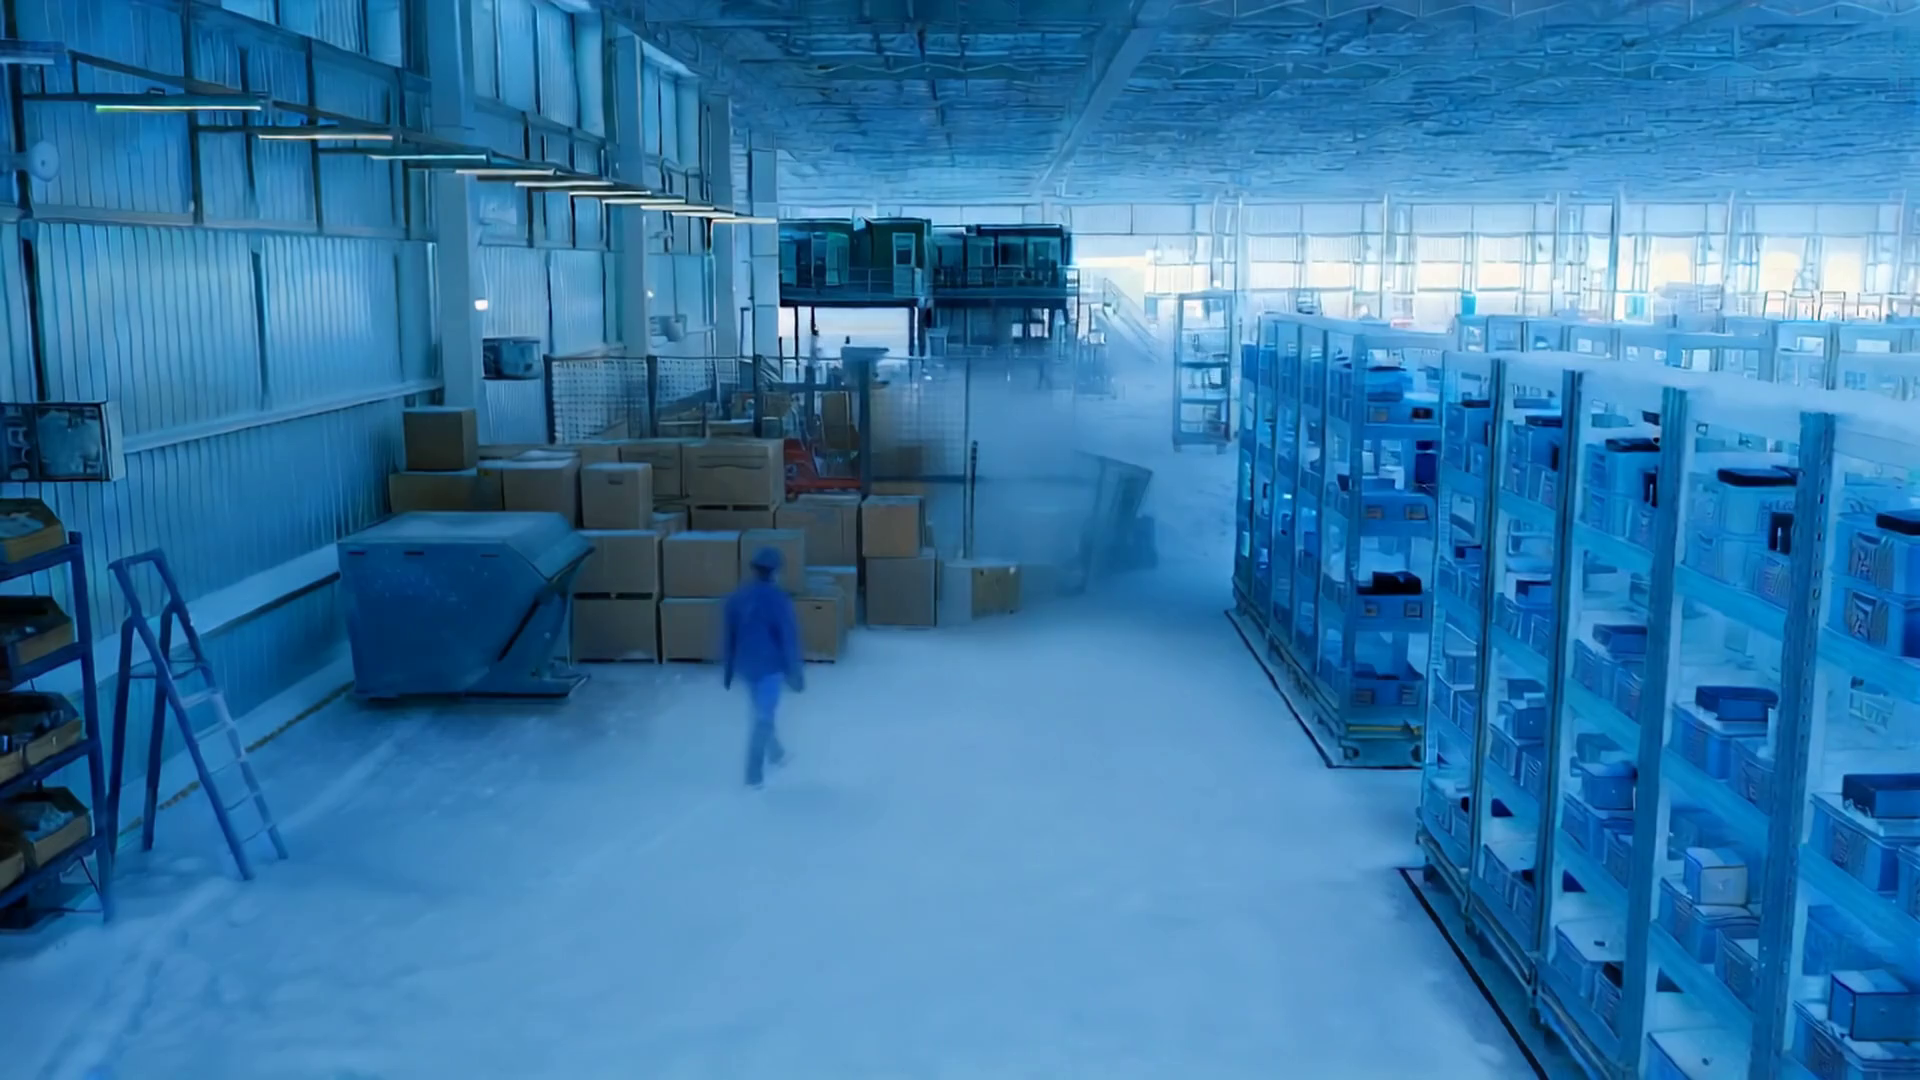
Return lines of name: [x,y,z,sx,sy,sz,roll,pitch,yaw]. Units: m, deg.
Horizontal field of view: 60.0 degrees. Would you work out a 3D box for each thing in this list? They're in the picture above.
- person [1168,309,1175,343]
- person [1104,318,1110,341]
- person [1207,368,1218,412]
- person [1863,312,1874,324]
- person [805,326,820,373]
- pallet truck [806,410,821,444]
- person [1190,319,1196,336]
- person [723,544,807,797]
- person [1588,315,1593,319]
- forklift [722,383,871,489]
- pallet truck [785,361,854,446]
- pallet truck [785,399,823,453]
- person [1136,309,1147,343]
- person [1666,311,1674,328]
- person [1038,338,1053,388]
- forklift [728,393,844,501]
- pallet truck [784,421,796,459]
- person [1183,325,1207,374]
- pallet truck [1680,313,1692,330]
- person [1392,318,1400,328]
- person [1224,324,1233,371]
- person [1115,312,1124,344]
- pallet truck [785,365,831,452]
person: [12.097,-12.162,94.586,0.428,1.913,0.601,0,9,1]
person: [8.283,-11.989,93.996,0.753,1.742,0.522,-8,12,-40]
person: [7.116,-4.395,46.852,0.443,1.856,0.513,9,13,44]
person: [49.570,-11.520,90.770,0.755,1.862,0.583,-6,11,-33]
person: [-5.896,-7.658,66.844,0.693,1.902,0.591,-1,9,-4]
pallet truck: [-3.559,-2.018,33.905,1.522,1.261,0.704,0,9,-1]
person: [12.590,-11.282,89.137,0.552,1.913,0.776,1,9,3]
person: [-1.479,0.999,13.248,0.646,1.949,0.970,5,11,29]
person: [32.907,-10.915,87.233,0.940,1.807,0.634,4,10,23]
forklift: [-2.893,-1.687,28.729,2.680,1.987,1.157,0,9,-1]
pallet truck: [-3.410,-3.193,38.978,1.885,1.965,0.823,0,9,-1]
pallet truck: [-3.814,-2.432,36.419,1.630,1.274,0.653,0,9,1]
person: [9.892,-11.579,90.714,0.624,1.992,0.386,1,9,5]
person: [37.262,-11.041,87.467,0.591,1.975,0.626,-1,9,-4]
person: [2.969,-6.190,58.267,0.746,1.741,0.537,3,10,20]
forklift: [-2.979,-1.316,26.476,2.680,1.987,1.157,0,9,1]
pallet truck: [-4.013,-1.793,32.705,1.601,1.201,0.680,0,9,1]
person: [9.432,-7.673,66.478,1.022,2.000,0.693,3,10,20]
pallet truck: [36.315,-10.531,84.244,0.823,1.965,1.885,-6,11,-33]
person: [19.559,-9.035,75.013,0.574,1.998,0.662,1,9,7]
person: [11.023,-7.923,68.340,0.362,1.938,0.545,-1,9,-6]
person: [8.903,-11.882,93.097,0.568,1.827,0.647,-7,11,-36]
pallet truck: [-3.774,-2.976,37.635,1.885,1.965,0.823,1,9,5]
